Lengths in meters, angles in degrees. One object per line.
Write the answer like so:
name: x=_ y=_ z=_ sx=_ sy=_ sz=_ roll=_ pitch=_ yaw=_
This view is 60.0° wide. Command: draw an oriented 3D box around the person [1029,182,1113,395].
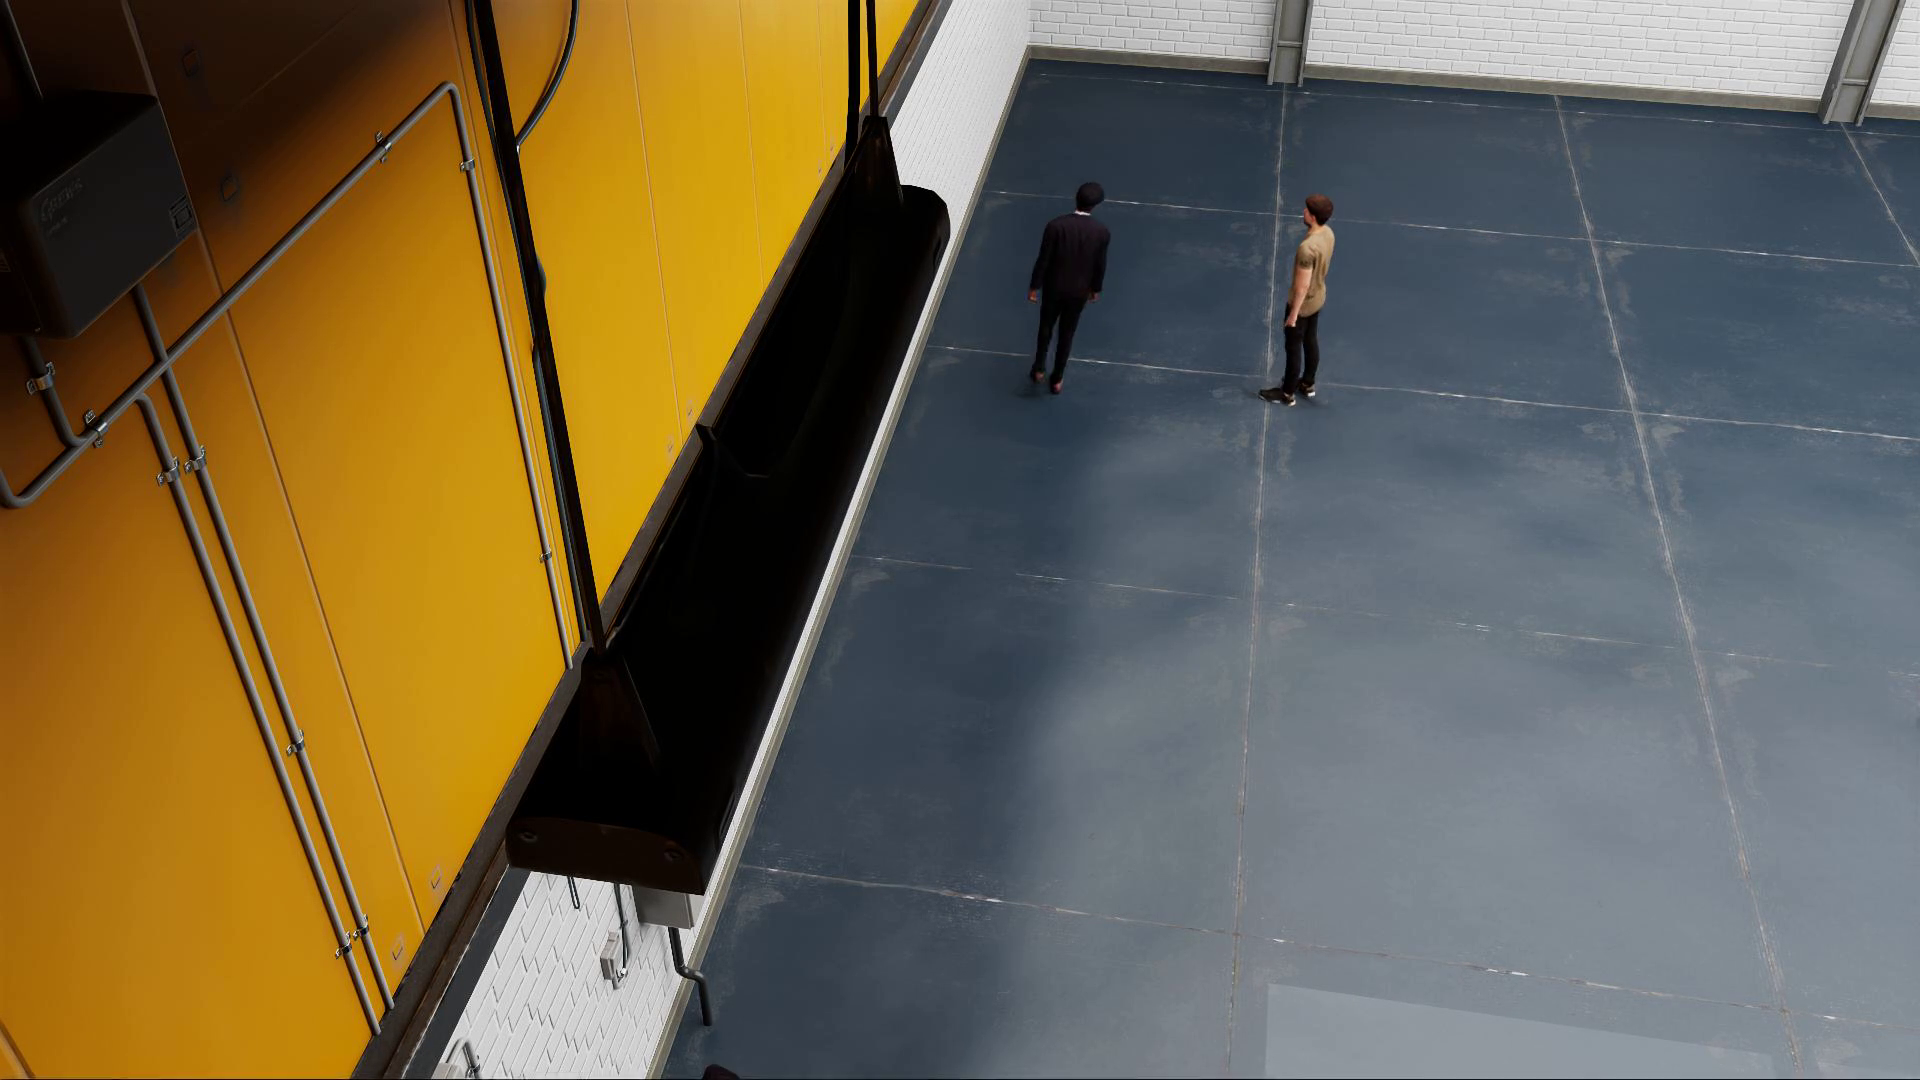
person: x=0.855 y=-1.988 z=13.529 sx=0.601 sy=1.743 sz=0.892 roll=-7 pitch=39 yaw=-9

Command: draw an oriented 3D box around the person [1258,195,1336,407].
person: x=2.799 y=-1.920 z=13.354 sx=0.768 sy=1.855 sz=0.762 roll=20 pitch=43 yaw=23
